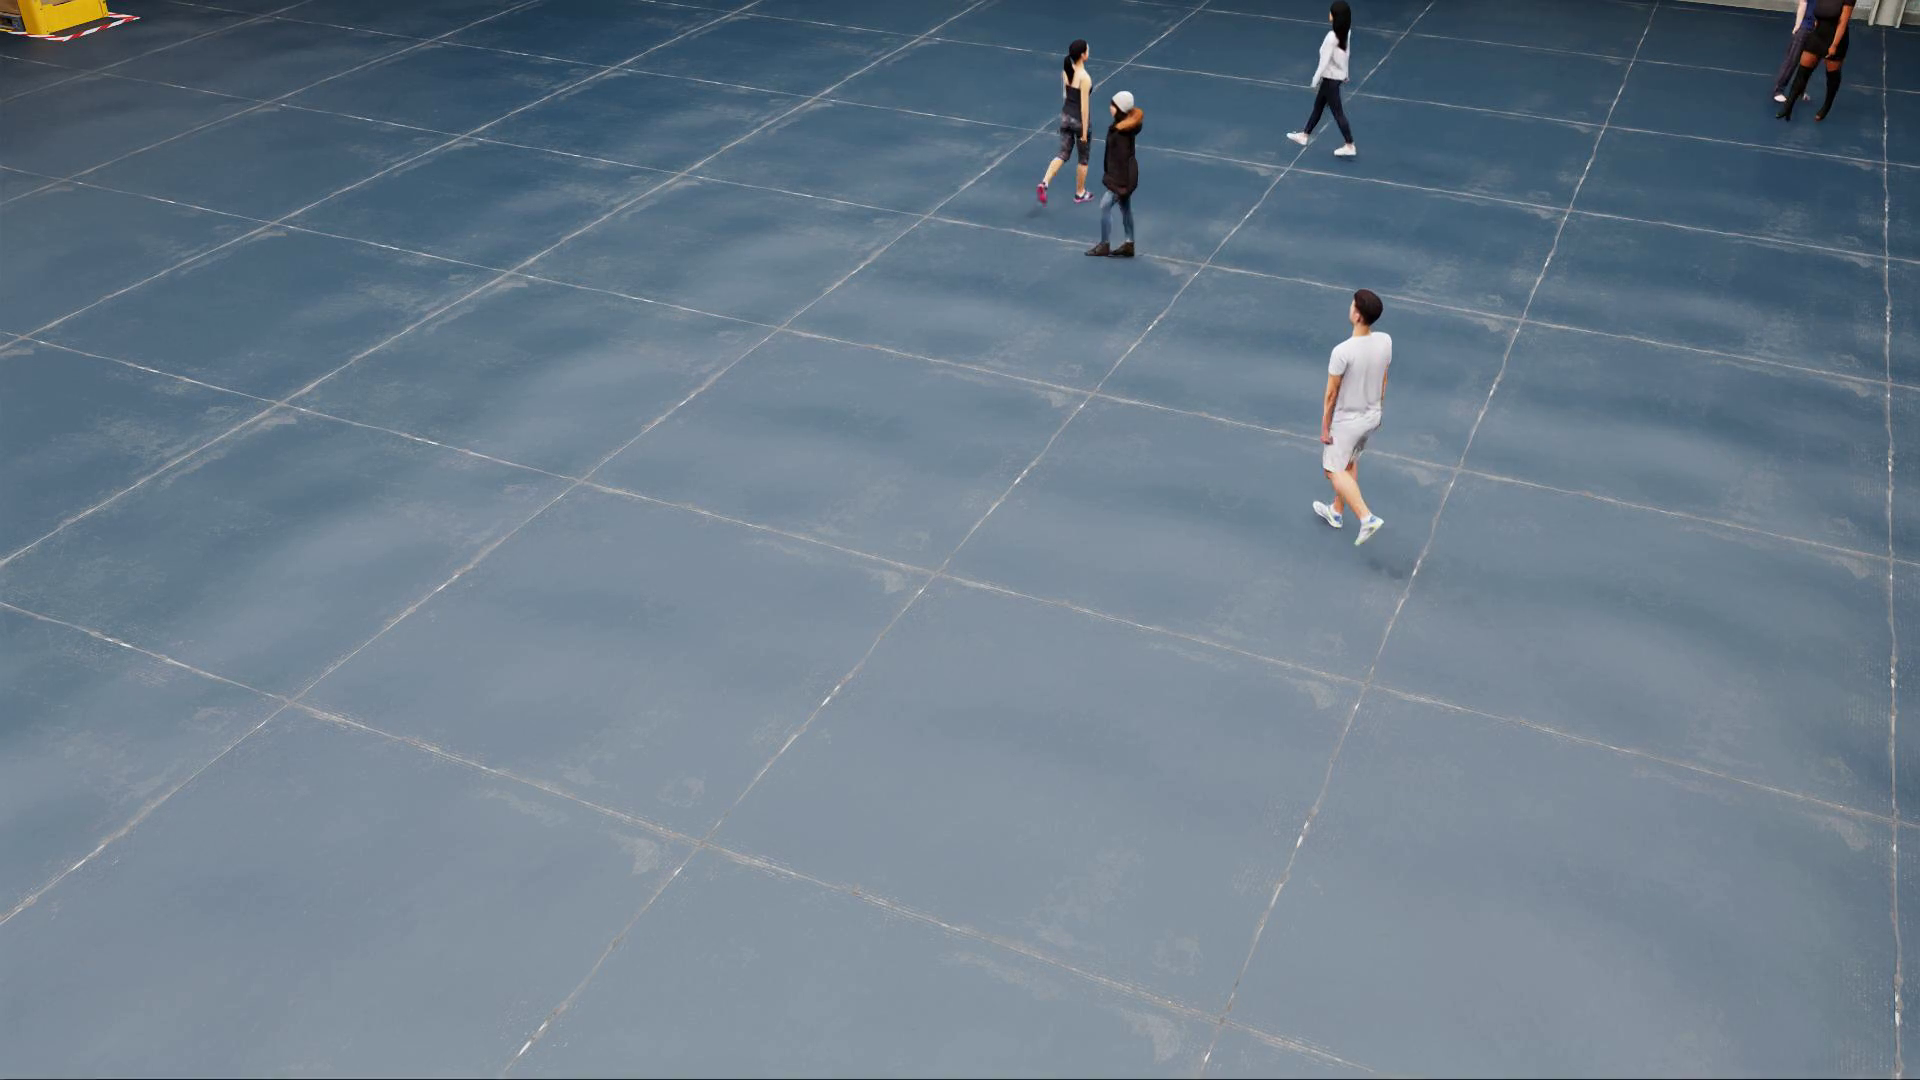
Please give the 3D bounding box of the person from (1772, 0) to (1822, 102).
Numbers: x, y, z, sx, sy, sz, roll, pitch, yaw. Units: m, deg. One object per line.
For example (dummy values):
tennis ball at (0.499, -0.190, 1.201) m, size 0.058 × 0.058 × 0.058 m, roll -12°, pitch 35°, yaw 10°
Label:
person at (10.173, -6.158, 19.916) m, size 0.776 × 1.850 × 0.857 m, roll -7°, pitch 33°, yaw -11°

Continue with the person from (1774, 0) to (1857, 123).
person at (10.135, -5.749, 19.313) m, size 1.118 × 1.803 × 1.135 m, roll -19°, pitch 37°, yaw -27°

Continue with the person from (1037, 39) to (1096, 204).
person at (1.097, -4.223, 16.983) m, size 0.889 × 1.707 × 1.013 m, roll -24°, pitch 40°, yaw -33°

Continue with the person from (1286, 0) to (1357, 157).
person at (4.185, -5.040, 18.328) m, size 1.126 × 1.655 × 0.743 m, roll 18°, pitch 36°, yaw 26°

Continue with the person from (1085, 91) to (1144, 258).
person at (1.610, -3.461, 15.855) m, size 0.820 × 1.622 × 0.755 m, roll 3°, pitch 32°, yaw 5°

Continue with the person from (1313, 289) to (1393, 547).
person at (2.770, -0.803, 11.440) m, size 1.027 × 1.838 × 1.148 m, roll -17°, pitch 36°, yaw -24°
